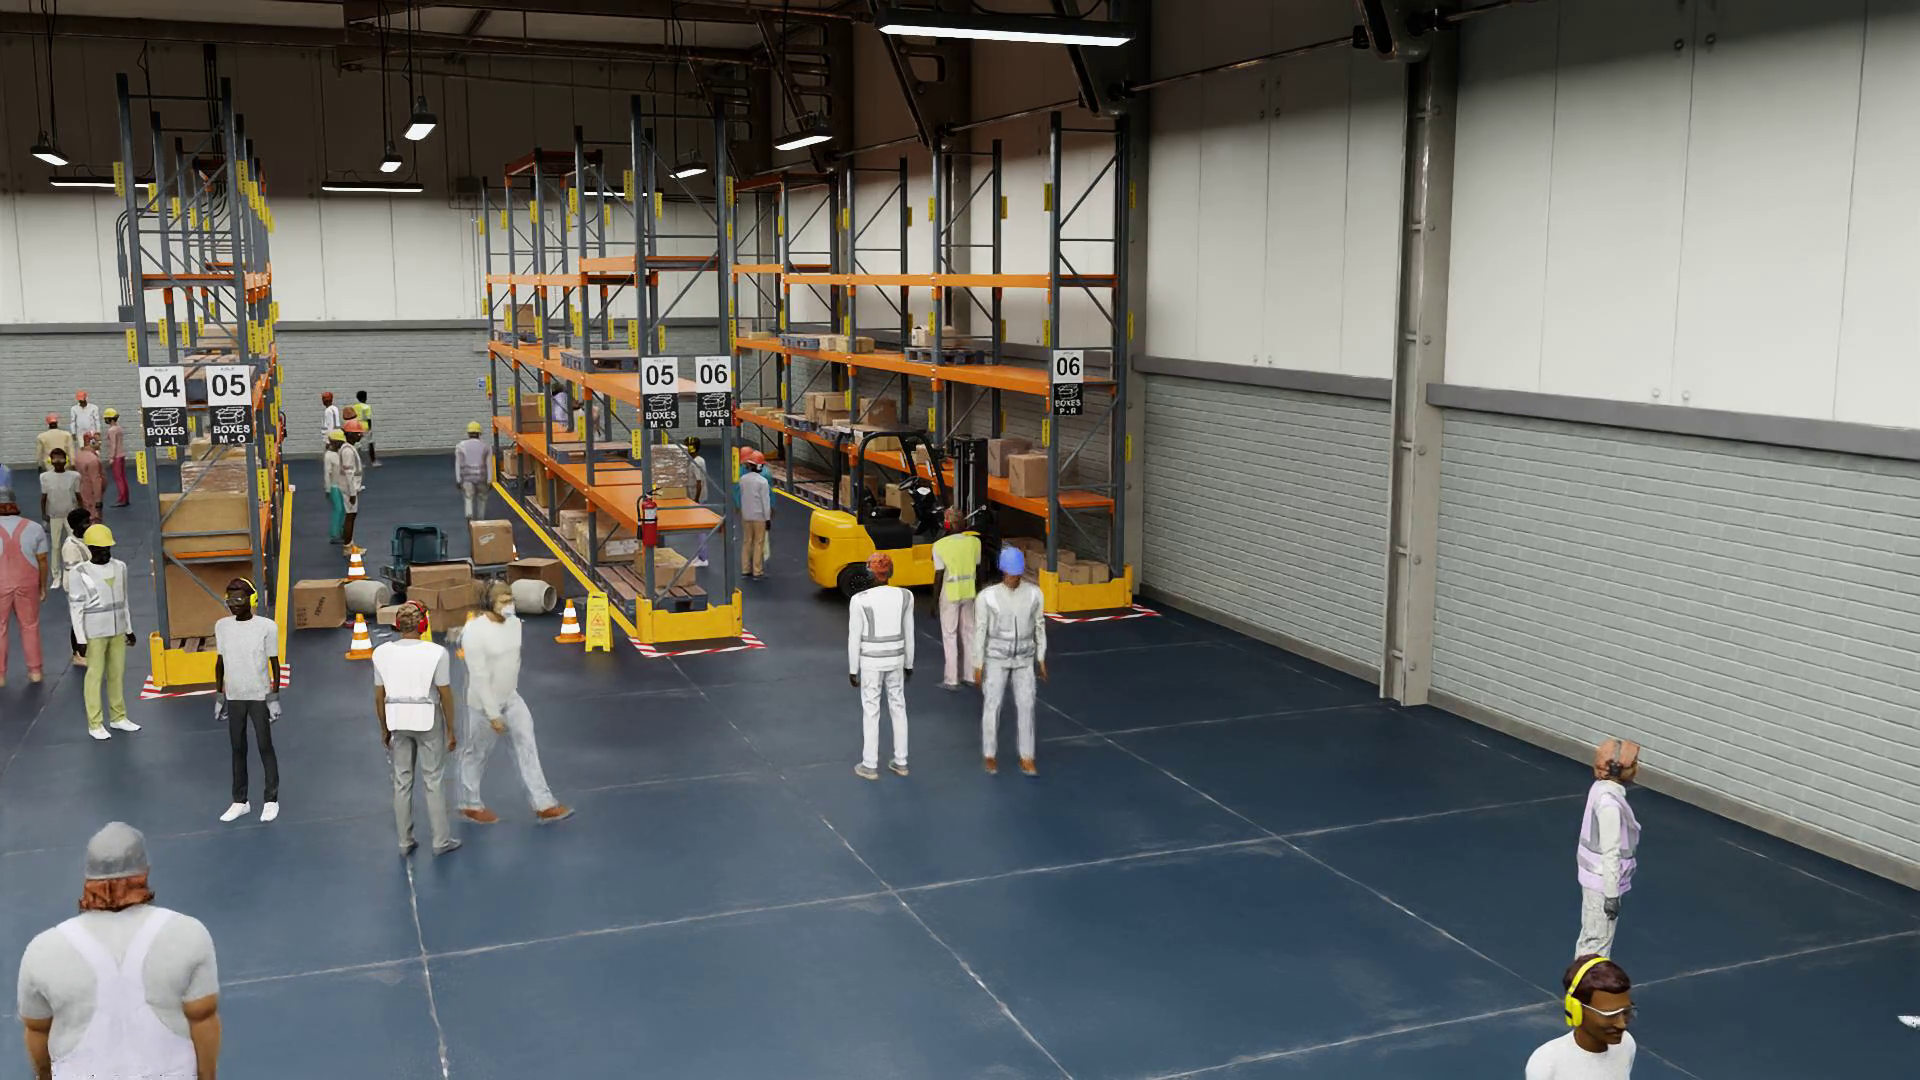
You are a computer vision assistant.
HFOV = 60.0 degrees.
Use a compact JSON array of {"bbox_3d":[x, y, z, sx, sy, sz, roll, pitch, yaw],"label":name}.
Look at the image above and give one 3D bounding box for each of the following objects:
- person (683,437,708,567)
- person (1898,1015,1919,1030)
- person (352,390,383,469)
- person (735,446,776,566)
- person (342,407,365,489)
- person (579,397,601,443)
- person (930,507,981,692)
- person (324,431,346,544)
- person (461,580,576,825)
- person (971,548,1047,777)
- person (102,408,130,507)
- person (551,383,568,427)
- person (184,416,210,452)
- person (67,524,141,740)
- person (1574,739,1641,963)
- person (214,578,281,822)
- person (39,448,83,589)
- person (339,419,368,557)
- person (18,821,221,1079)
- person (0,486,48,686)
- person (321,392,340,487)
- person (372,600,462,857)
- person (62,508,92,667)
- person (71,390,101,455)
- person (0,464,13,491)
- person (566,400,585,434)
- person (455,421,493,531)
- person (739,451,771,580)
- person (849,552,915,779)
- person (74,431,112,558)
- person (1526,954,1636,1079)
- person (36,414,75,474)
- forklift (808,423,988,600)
[{"bbox_3d":[-3.749,-0.542,23.617,0.335,1.865,0.520,-1,9,-4],"label":"person"},{"bbox_3d":[5.427,1.963,8.697,0.513,1.599,0.845,-8,12,-40],"label":"person"},{"bbox_3d":[-12.754,-2.360,35.622,0.575,1.691,0.487,4,10,24],"label":"person"},{"bbox_3d":[-2.912,-0.514,23.919,0.623,1.706,0.586,3,10,19],"label":"person"},{"bbox_3d":[-11.670,-1.747,31.966,0.307,1.624,0.500,-1,9,-6],"label":"person"},{"bbox_3d":[-7.841,-2.267,35.240,0.530,1.607,0.532,-7,11,-36],"label":"person"},{"bbox_3d":[-0.027,0.590,16.552,0.570,1.840,0.373,-6,11,-35],"label":"person"},{"bbox_3d":[-9.635,-0.820,25.730,0.363,1.745,0.535,1,9,3],"label":"person"},{"bbox_3d":[-3.354,1.235,12.346,0.983,1.887,0.628,4,10,24],"label":"person"},{"bbox_3d":[0.423,1.021,13.693,0.657,1.914,0.692,-2,9,-15],"label":"person"},{"bbox_3d":[-15.136,-1.472,29.778,0.326,1.767,0.533,-2,9,-10],"label":"person"},{"bbox_3d":[-8.829,-2.513,36.240,0.604,1.802,0.674,-1,9,-5],"label":"person"},{"bbox_3d":[-14.742,-1.879,32.113,0.530,1.844,0.525,5,11,31],"label":"person"},{"bbox_3d":[-7.660,0.809,14.907,0.368,1.925,0.594,4,10,22],"label":"person"},{"bbox_3d":[3.523,1.880,9.072,0.310,1.638,0.523,3,9,16],"label":"person"},{"bbox_3d":[-5.402,1.205,12.598,0.513,1.872,0.328,0,9,1],"label":"person"},{"bbox_3d":[-11.866,-0.290,21.995,0.513,1.876,0.328,-5,10,-28],"label":"person"},{"bbox_3d":[-8.916,-0.758,24.466,0.423,2.035,0.602,-3,10,-18],"label":"person"},{"bbox_3d":[-3.316,2.068,6.631,0.695,2.000,0.919,-4,10,-25],"label":"person"},{"bbox_3d":[-9.615,0.447,16.834,0.685,2.000,0.535,-8,12,-40],"label":"person"},{"bbox_3d":[-12.258,-1.953,32.435,0.338,1.881,0.583,-1,9,-8],"label":"person"},{"bbox_3d":[-3.859,1.343,11.802,0.563,1.847,0.390,1,9,6],"label":"person"},{"bbox_3d":[-9.305,0.500,17.613,0.319,1.689,0.539,-1,9,-8],"label":"person"},{"bbox_3d":[-18.385,-2.284,34.972,0.574,1.739,0.349,-2,9,-12],"label":"person"},{"bbox_3d":[-12.688,-0.317,21.727,0.451,2.022,0.728,3,9,17],"label":"person"},{"bbox_3d":[-7.882,-2.099,34.135,0.268,1.632,0.509,6,11,35],"label":"person"},{"bbox_3d":[-7.785,-0.998,26.681,0.591,1.815,0.623,-3,9,-16],"label":"person"},{"bbox_3d":[-2.766,-0.336,22.687,0.562,1.744,0.353,8,12,42],"label":"person"},{"bbox_3d":[-0.646,1.027,13.689,0.571,1.879,0.341,-4,10,-24],"label":"person"},{"bbox_3d":[-12.552,-0.633,24.108,0.400,1.899,0.635,-9,13,-44],"label":"person"},{"bbox_3d":[2.120,2.308,5.693,0.533,1.859,0.310,-6,11,-31],"label":"person"},{"bbox_3d":[-15.885,-1.355,29.204,0.582,1.702,0.925,-6,11,-34],"label":"person"},{"bbox_3d":[-0.830,-0.399,21.676,2.313,2.155,1.214,-4,10,-21],"label":"forklift"}]
